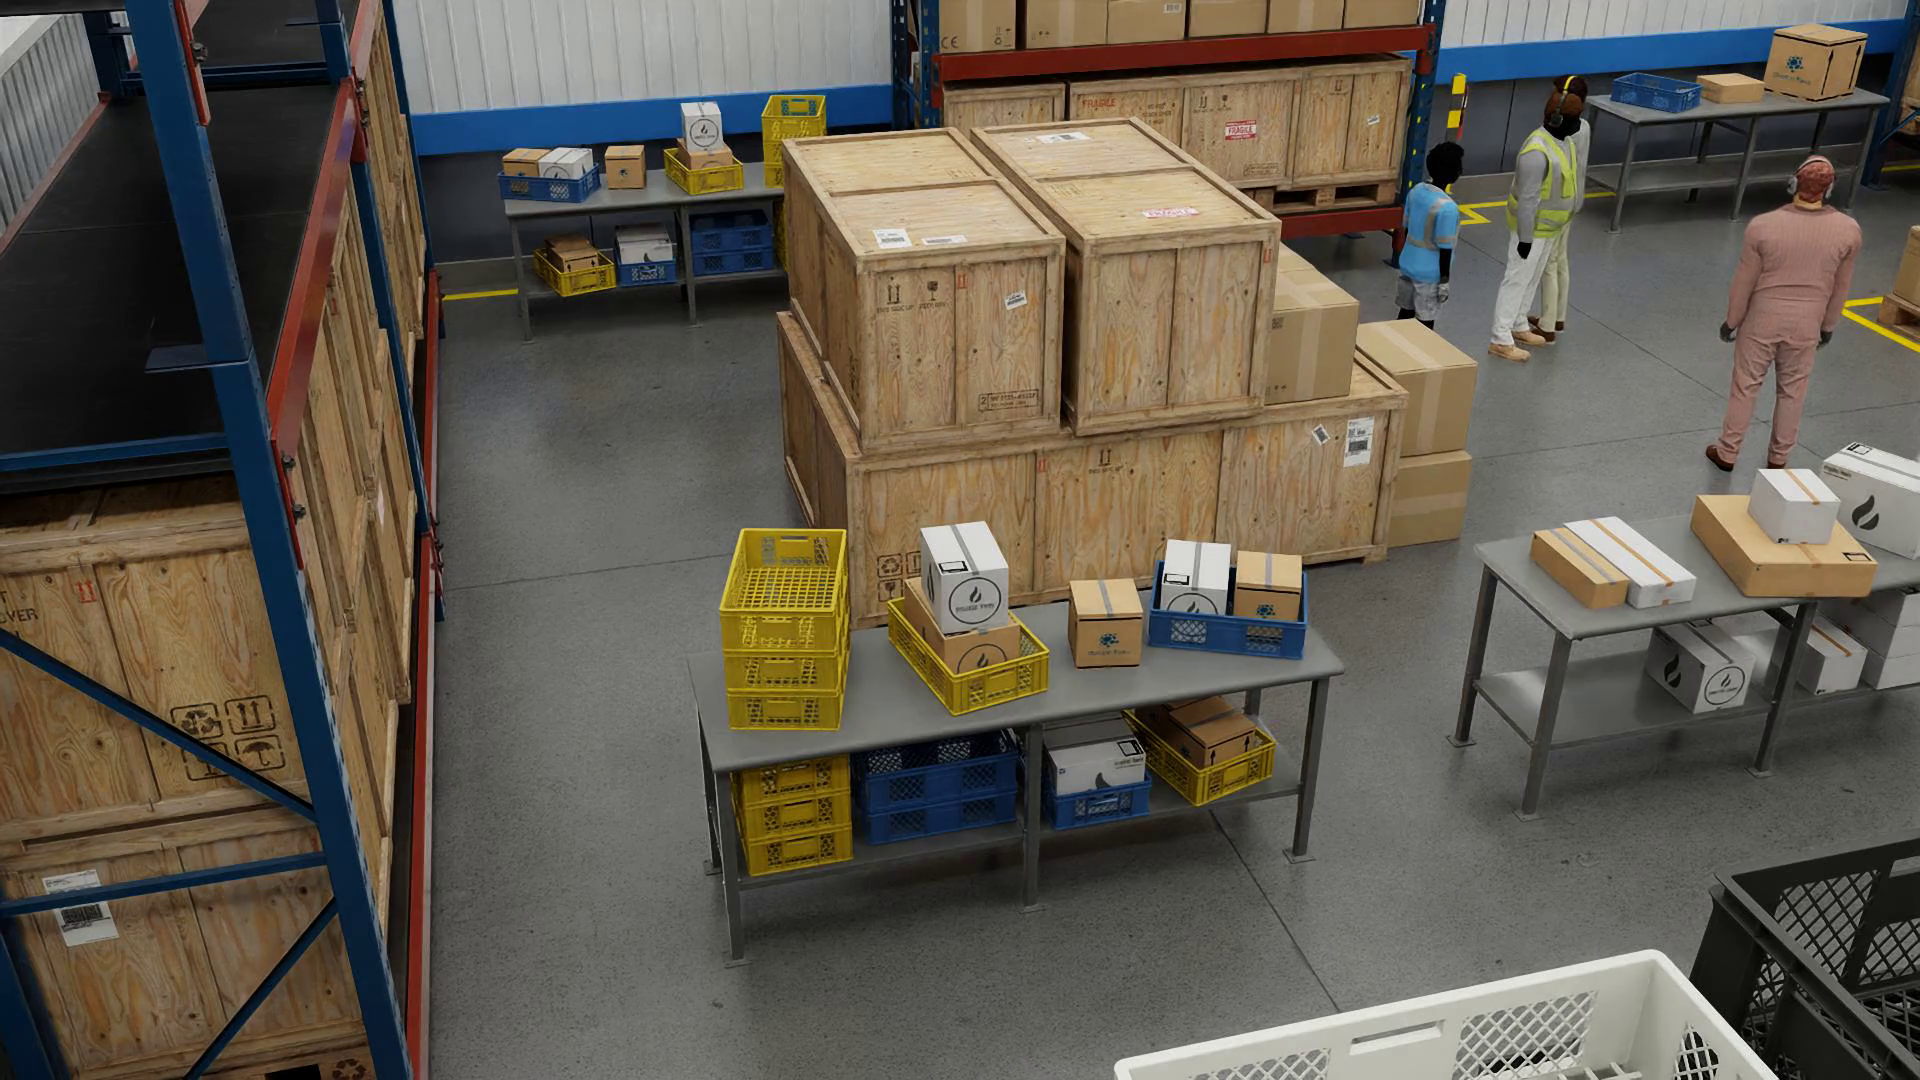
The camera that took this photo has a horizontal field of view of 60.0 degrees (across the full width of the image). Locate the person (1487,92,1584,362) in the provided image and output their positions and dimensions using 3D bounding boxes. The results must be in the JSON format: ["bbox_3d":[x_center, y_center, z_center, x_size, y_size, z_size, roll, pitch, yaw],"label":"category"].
[{"bbox_3d":[3.959,-2.145,11.380,0.431,1.835,0.623,19,34,31],"label":"person"}]

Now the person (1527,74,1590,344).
[{"bbox_3d":[4.193,-2.318,11.674,0.362,1.857,0.534,19,34,30],"label":"person"}]

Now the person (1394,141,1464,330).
[{"bbox_3d":[3.019,-1.733,10.764,0.318,1.695,0.539,-6,29,-11],"label":"person"}]

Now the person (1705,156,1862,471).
[{"bbox_3d":[4.817,-1.303,9.769,0.636,1.910,0.405,6,29,10],"label":"person"}]
